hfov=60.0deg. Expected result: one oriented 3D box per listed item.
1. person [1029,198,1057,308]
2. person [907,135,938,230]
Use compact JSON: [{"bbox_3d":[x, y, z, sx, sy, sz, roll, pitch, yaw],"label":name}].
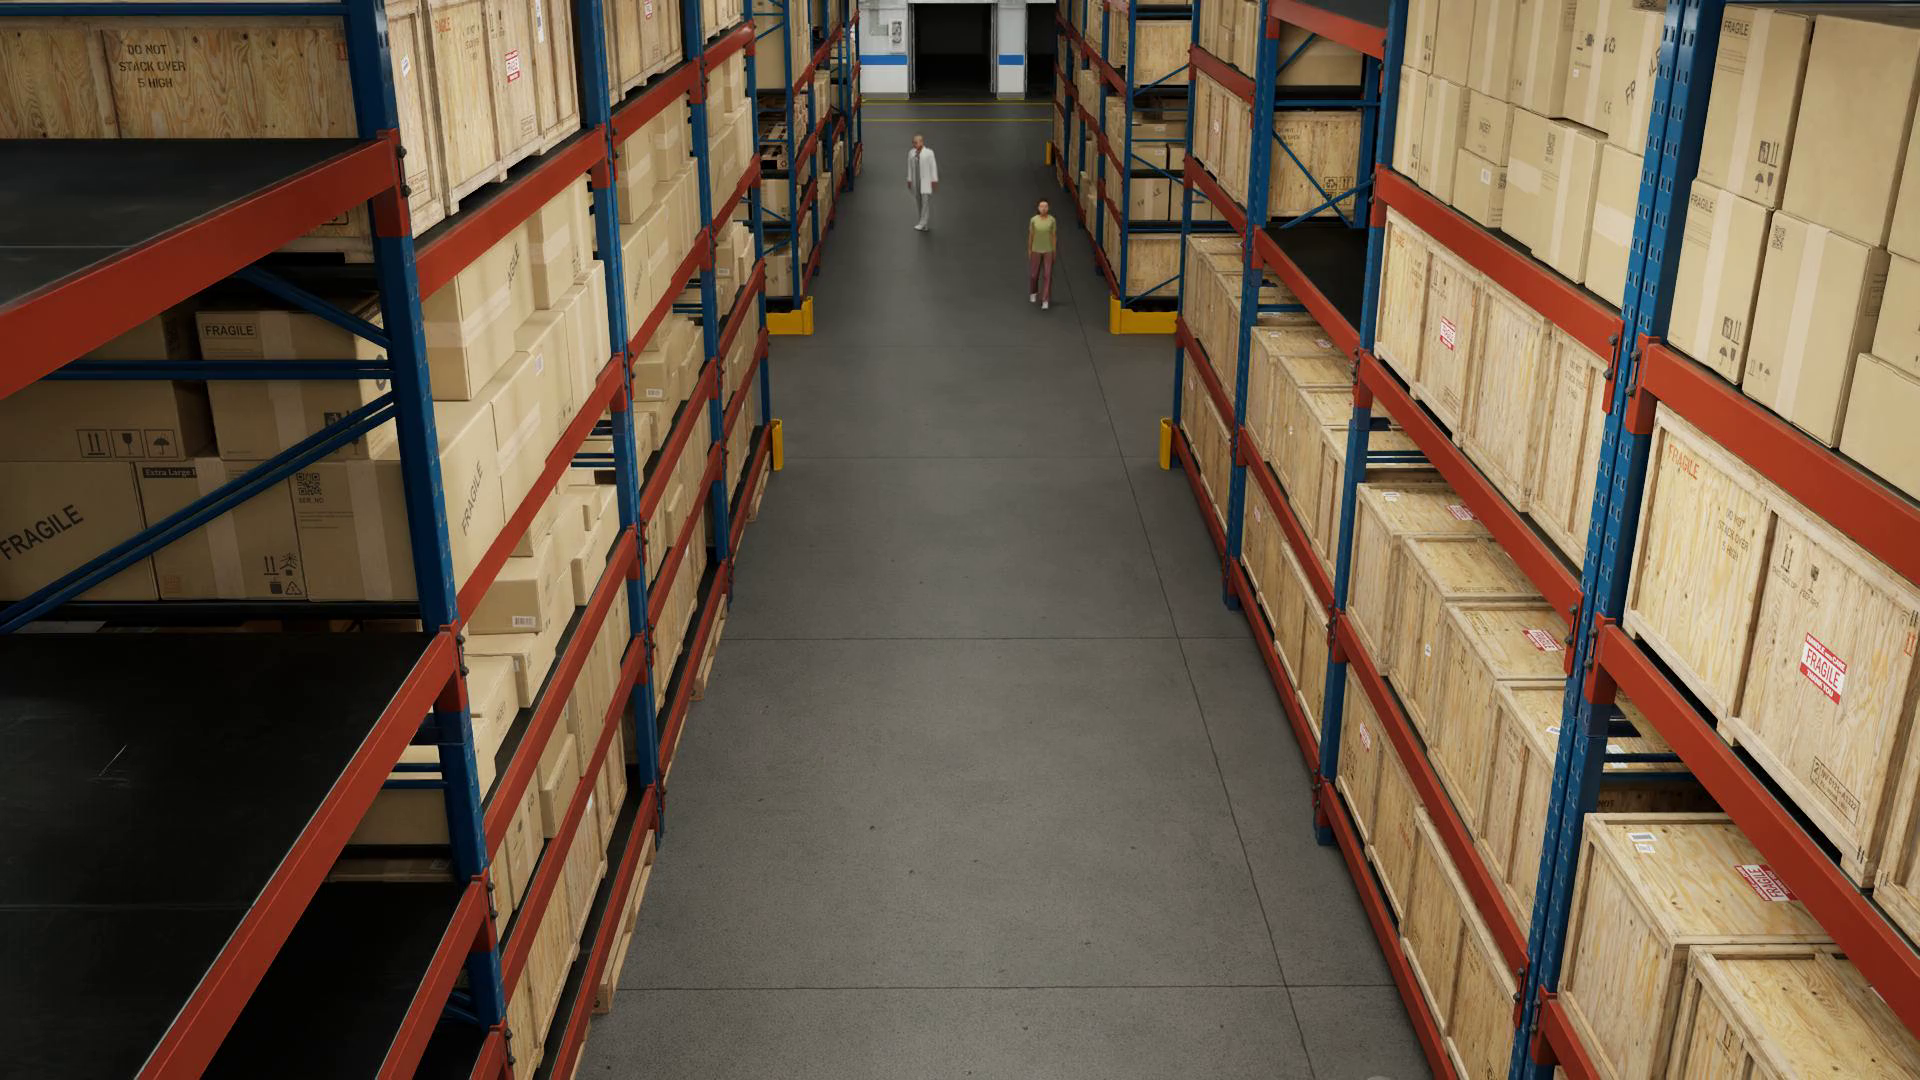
[{"bbox_3d":[1.296,-4.501,26.030,0.439,1.674,0.606,0,22,0],"label":"person"},{"bbox_3d":[-0.759,-6.847,31.837,0.612,1.754,0.848,12,25,28],"label":"person"}]
